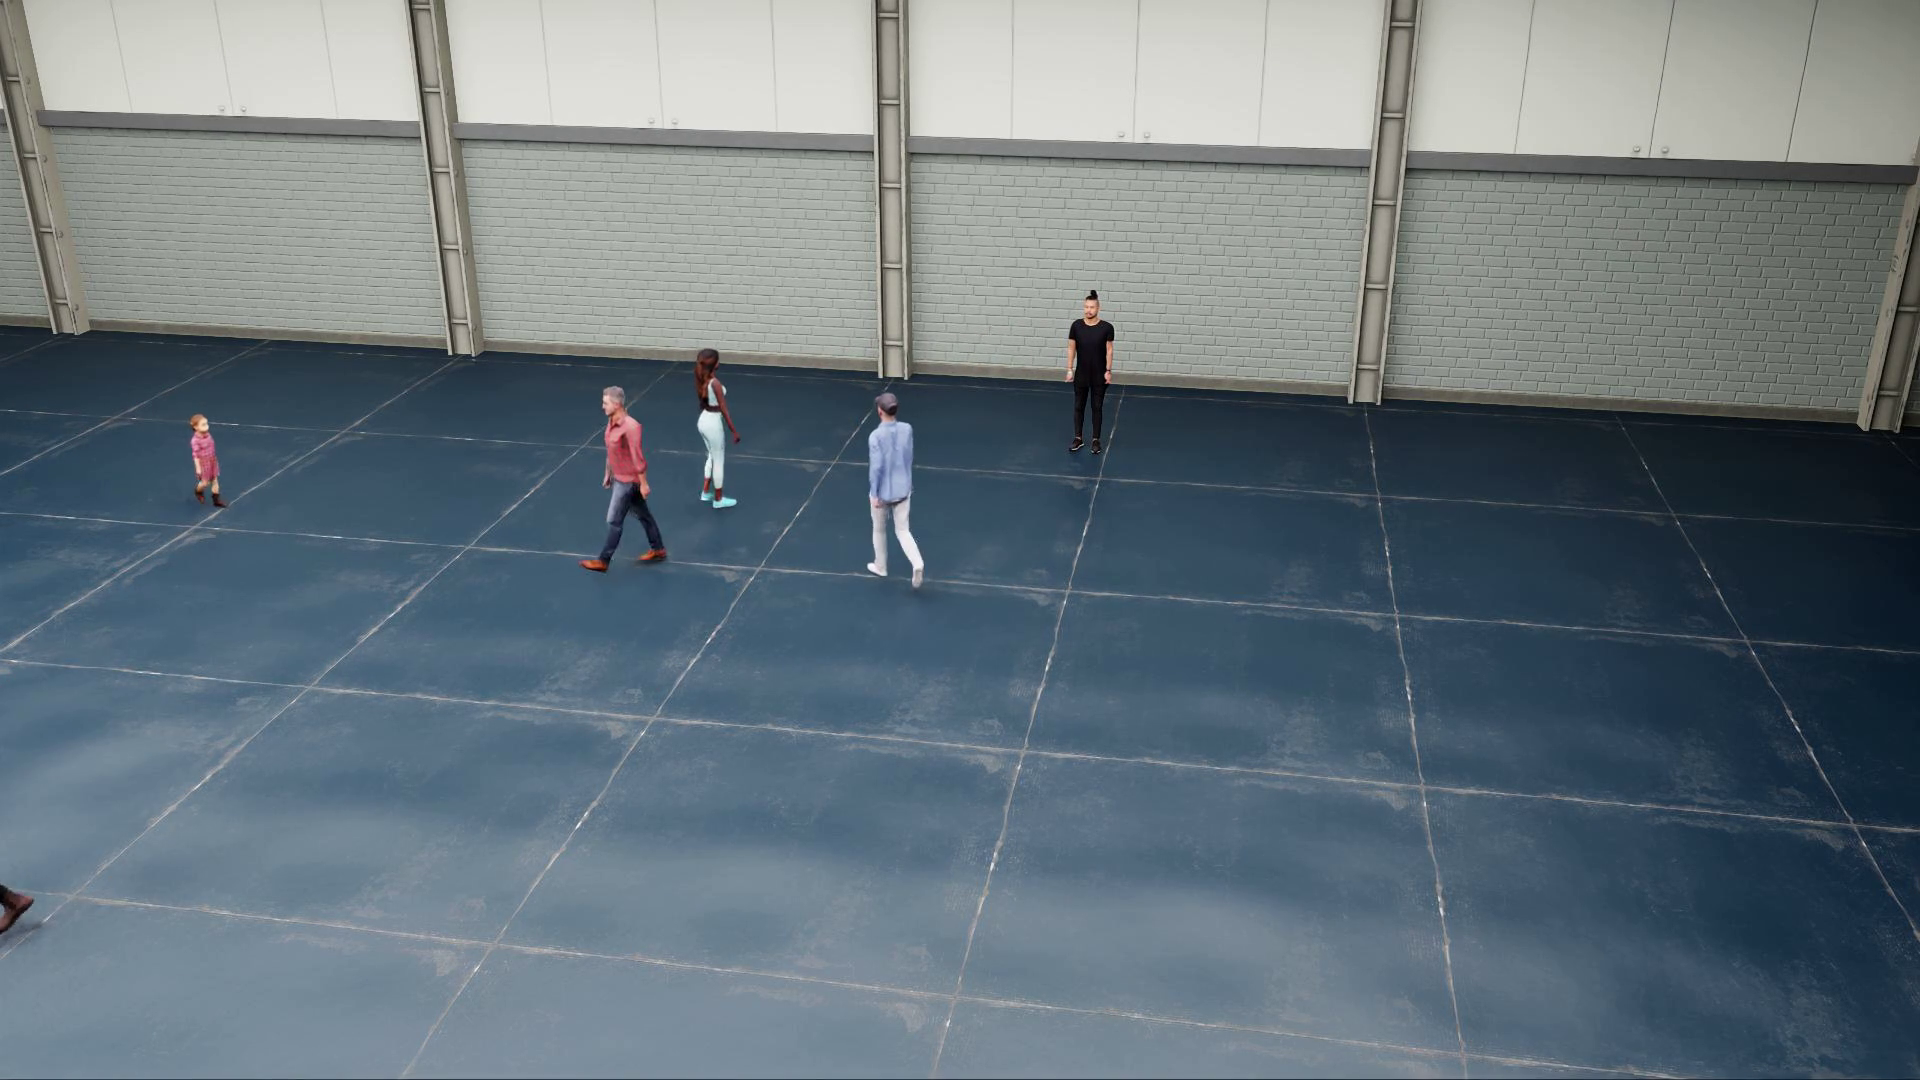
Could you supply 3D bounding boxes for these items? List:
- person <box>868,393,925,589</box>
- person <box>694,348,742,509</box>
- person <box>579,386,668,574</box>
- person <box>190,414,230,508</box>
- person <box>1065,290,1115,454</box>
[{"bbox_3d":[-0.593,-0.443,15.365,1.093,1.866,1.115,-14,27,-29],"label":"person"},{"bbox_3d":[-2.594,-1.132,17.170,0.778,1.722,0.715,-16,28,-34],"label":"person"},{"bbox_3d":[-3.059,-0.591,15.805,1.252,1.794,1.124,-12,26,-26],"label":"person"},{"bbox_3d":[-7.887,-0.828,17.355,0.626,1.017,0.480,8,24,18],"label":"person"},{"bbox_3d":[1.473,-1.918,18.836,0.555,1.865,0.769,7,24,16],"label":"person"}]
